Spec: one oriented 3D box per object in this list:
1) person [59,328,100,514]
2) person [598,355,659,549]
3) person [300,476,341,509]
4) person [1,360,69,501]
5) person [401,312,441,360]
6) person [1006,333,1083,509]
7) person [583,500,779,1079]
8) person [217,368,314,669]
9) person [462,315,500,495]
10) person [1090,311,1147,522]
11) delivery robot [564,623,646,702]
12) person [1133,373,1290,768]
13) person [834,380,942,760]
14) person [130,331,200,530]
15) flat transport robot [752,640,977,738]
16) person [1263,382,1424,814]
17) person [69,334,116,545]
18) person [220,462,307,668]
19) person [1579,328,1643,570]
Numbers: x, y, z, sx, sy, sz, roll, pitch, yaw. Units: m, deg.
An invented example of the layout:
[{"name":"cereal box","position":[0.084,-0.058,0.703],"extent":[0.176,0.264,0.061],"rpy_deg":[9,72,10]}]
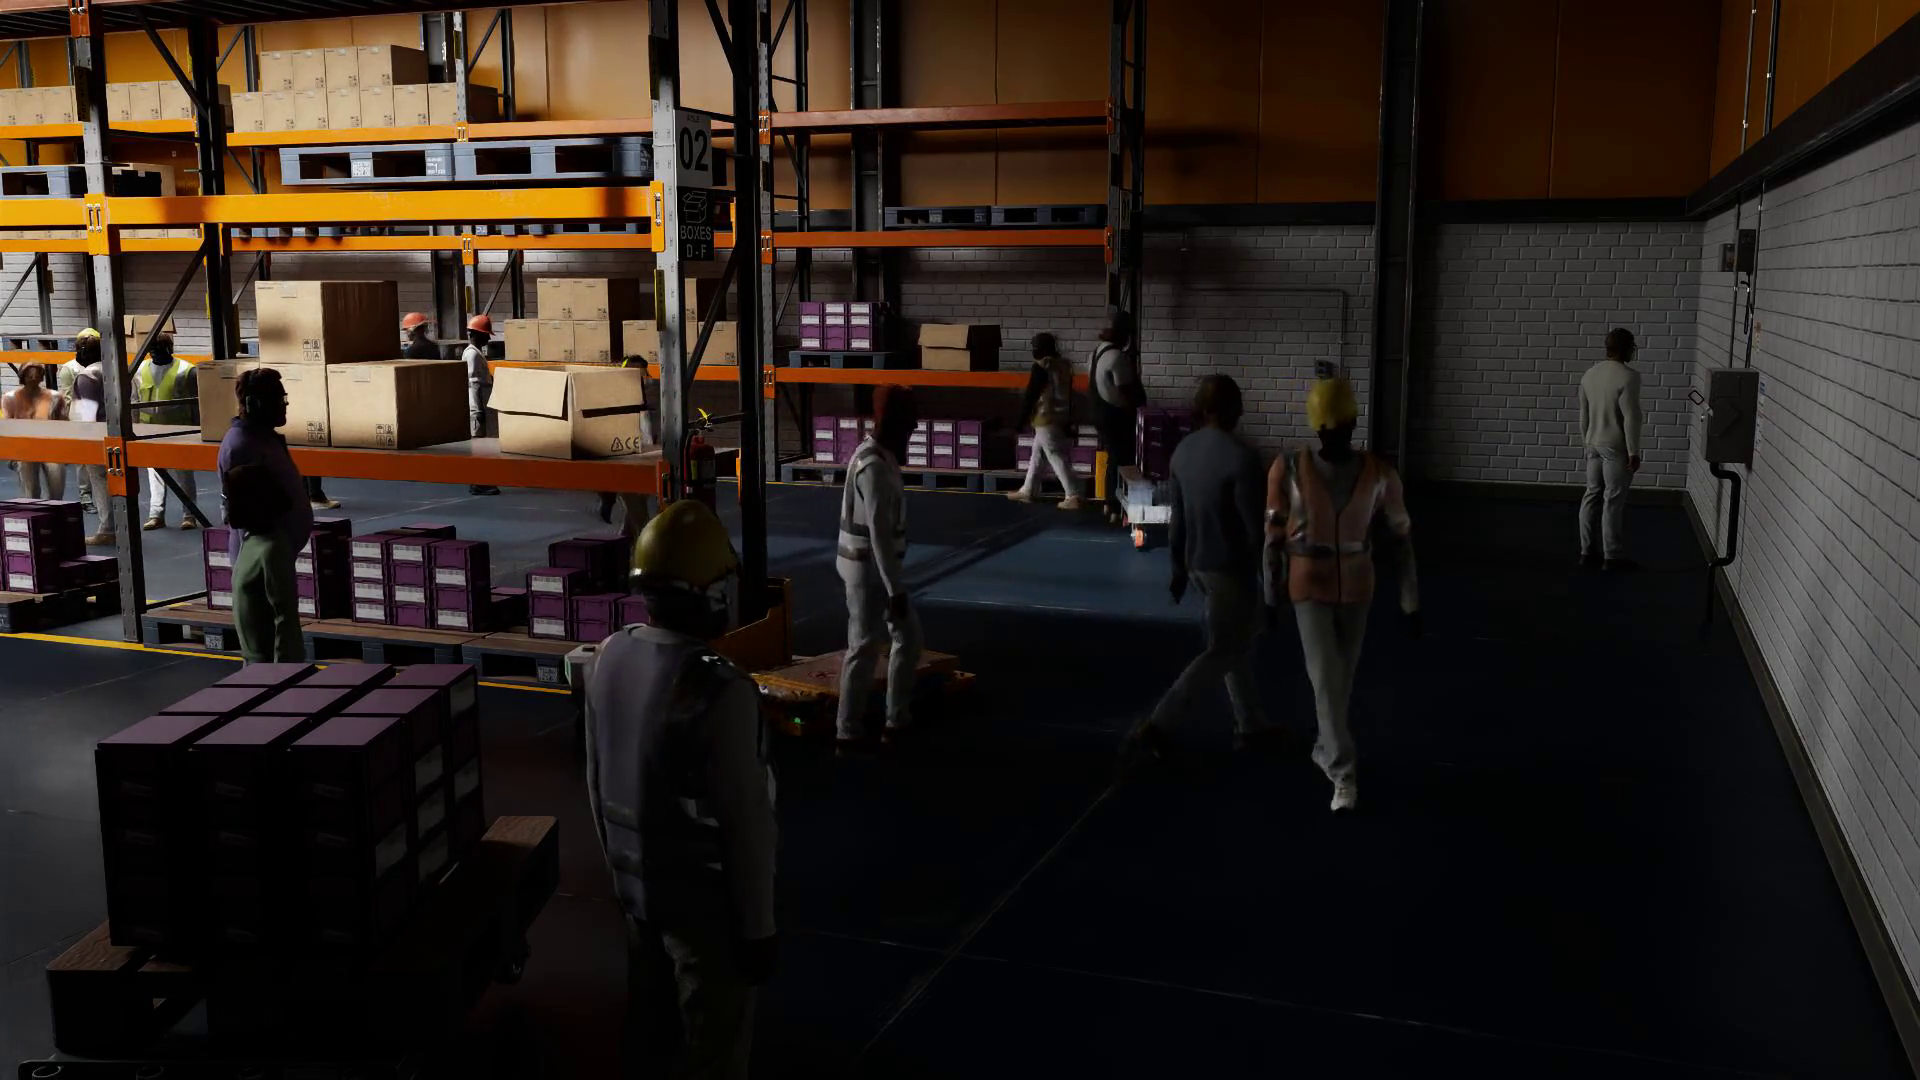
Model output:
[{"name":"person","position":[-8.596,-1.184,16.545],"extent":[0.403,1.833,0.591],"rpy_deg":[5,10,29]},{"name":"person","position":[-2.214,-0.352,11.378],"extent":[0.962,1.826,0.540],"rpy_deg":[4,10,26]},{"name":"person","position":[-6.537,-1.229,16.807],"extent":[0.345,1.840,0.504],"rpy_deg":[-7,11,-36]},{"name":"person","position":[-8.066,-0.761,14.547],"extent":[0.524,1.626,0.616],"rpy_deg":[-6,11,-34]},{"name":"person","position":[-6.107,-1.649,19.157],"extent":[1.007,1.945,0.623],"rpy_deg":[2,9,10]},{"name":"person","position":[0.890,-1.210,16.908],"extent":[0.957,1.786,0.606],"rpy_deg":[5,10,27]},{"name":"person","position":[-0.629,0.817,3.969],"extent":[0.600,1.833,0.404],"rpy_deg":[9,13,43]},{"name":"person","position":[-3.390,0.109,8.196],"extent":[0.408,1.908,0.644],"rpy_deg":[-3,9,-16]},{"name":"person","position":[-5.152,-1.444,17.872],"extent":[0.372,1.930,0.543],"rpy_deg":[-3,9,-17]},{"name":"person","position":[1.520,-1.187,15.909],"extent":[0.543,2.000,0.702],"rpy_deg":[-1,9,-9]},{"name":"delivery robot","position":[-1.663,0.674,8.585],"extent":[0.707,0.478,0.477],"rpy_deg":[1,9,8]},{"name":"person","position":[1.239,0.143,8.030],"extent":[0.941,1.895,0.629],"rpy_deg":[-4,10,-22]},{"name":"person","position":[-0.321,0.162,7.984],"extent":[0.664,1.860,0.588],"rpy_deg":[1,9,5]},{"name":"person","position":[-7.336,-1.004,15.388],"extent":[0.626,1.843,0.430],"rpy_deg":[-1,9,-4]},{"name":"flat transport robot","position":[-0.599,0.785,9.068],"extent":[0.652,0.197,1.431],"rpy_deg":[7,11,38]},{"name":"person","position":[1.683,0.237,7.454],"extent":[0.656,1.885,0.795],"rpy_deg":[-1,9,-5]},{"name":"person","position":[-7.554,-0.877,14.586],"extent":[0.428,1.842,0.631],"rpy_deg":[-1,9,-4]},{"name":"person","position":[-2.733,0.503,6.573],"extent":[0.268,1.631,0.507],"rpy_deg":[-6,11,-34]},{"name":"person","position":[5.227,-0.729,13.356],"extent":[0.372,1.941,0.627],"rpy_deg":[-3,9,-18]}]
